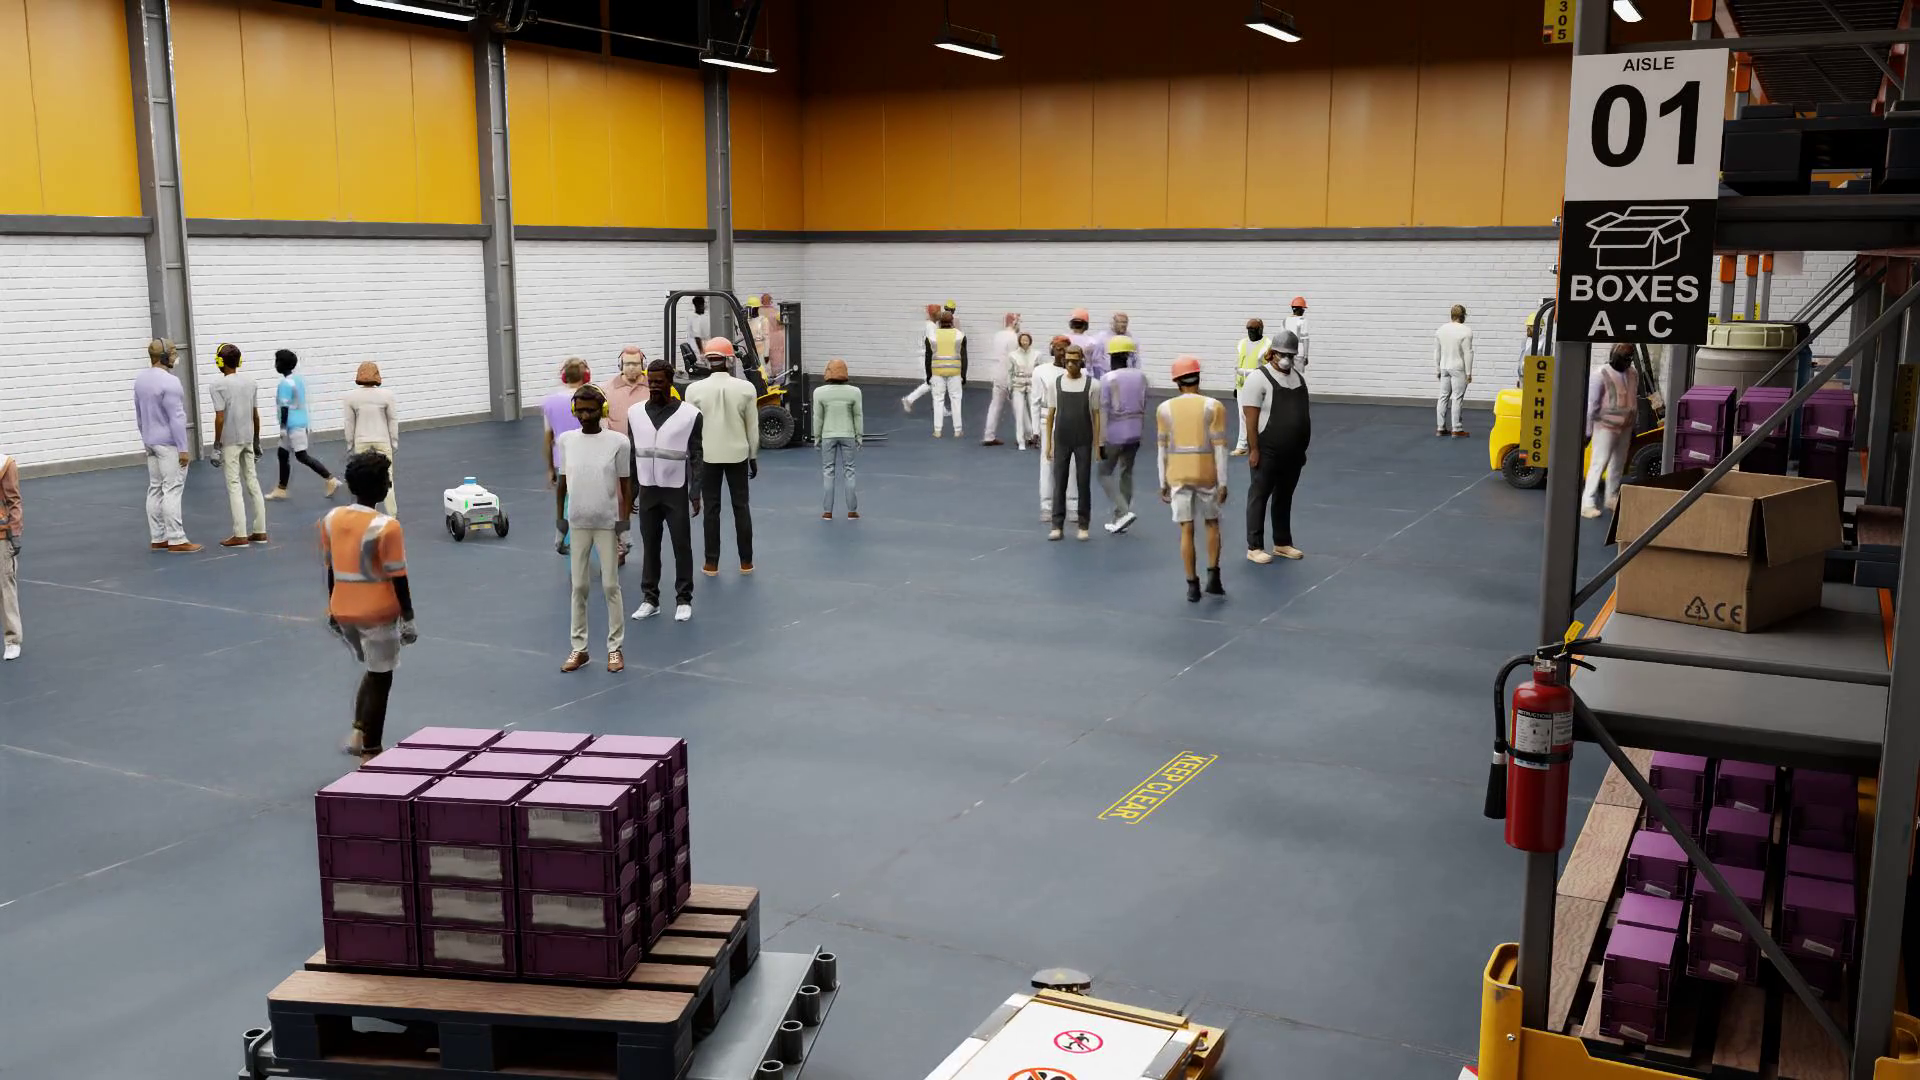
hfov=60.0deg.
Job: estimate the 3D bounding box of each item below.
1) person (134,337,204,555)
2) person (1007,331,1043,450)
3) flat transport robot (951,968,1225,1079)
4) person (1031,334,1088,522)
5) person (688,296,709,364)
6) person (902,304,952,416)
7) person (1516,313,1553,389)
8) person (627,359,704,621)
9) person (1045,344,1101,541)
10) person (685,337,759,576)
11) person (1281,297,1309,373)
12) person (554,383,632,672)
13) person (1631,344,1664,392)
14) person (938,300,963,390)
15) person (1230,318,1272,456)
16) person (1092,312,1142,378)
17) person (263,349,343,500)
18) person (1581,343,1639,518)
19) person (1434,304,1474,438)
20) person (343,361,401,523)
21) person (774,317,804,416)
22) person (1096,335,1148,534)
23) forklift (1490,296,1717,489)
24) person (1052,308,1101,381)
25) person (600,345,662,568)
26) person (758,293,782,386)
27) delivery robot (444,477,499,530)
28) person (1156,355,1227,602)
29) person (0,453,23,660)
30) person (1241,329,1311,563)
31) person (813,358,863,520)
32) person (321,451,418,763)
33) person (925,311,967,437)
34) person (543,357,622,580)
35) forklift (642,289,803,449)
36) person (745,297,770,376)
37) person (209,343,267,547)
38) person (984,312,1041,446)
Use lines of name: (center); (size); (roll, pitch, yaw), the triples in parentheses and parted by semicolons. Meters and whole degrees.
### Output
person: (-7.094, -0.834, 14.854); (0.635, 1.937, 0.353); (7, 12, 36)
person: (0.899, -2.038, 22.714); (0.539, 1.627, 0.361); (-1, 10, -5)
flat transport robot: (0.274, 1.696, 5.027); (0.652, 0.197, 1.431); (5, 11, 26)
person: (1.002, -1.118, 16.665); (0.577, 1.881, 0.356); (0, 10, -1)
person: (-4.712, -3.409, 29.842); (0.412, 1.931, 0.658); (-2, 10, -13)
person: (-0.521, -2.947, 27.336); (0.780, 1.858, 0.584); (1, 10, 5)
person: (8.159, -2.316, 23.740); (0.404, 1.833, 0.590); (-4, 11, -22)
person: (-2.164, -0.366, 12.206); (0.589, 1.919, 0.393); (2, 10, 10)
person: (1.053, -0.905, 15.537); (0.515, 1.843, 0.327); (2, 10, 10)
person: (-1.983, -0.693, 13.883); (0.612, 1.991, 0.391); (-2, 10, -13)
person: (5.752, -3.188, 28.501); (0.379, 1.931, 0.548); (-9, 13, -43)
person: (-2.358, -0.073, 10.673); (0.508, 1.864, 0.329); (0, 10, 2)
person: (9.956, -2.394, 24.284); (0.623, 1.795, 0.894); (-5, 11, -27)
person: (-0.190, -3.792, 32.481); (0.525, 1.769, 0.308); (7, 12, 34)
person: (3.852, -1.992, 21.860); (0.621, 1.839, 0.429); (9, 13, 41)
person: (2.207, -2.189, 22.876); (0.668, 1.872, 0.806); (-3, 10, -17)
person: (-7.167, -1.248, 18.052); (0.827, 1.663, 0.529); (-2, 10, -10)
person: (6.663, -1.137, 17.077); (0.776, 1.796, 0.540); (-5, 11, -27)
person: (7.215, -2.464, 24.291); (0.352, 1.937, 0.635); (-7, 12, -35)
person: (-5.772, -0.938, 16.336); (0.501, 1.633, 0.286); (-2, 10, -13)
person: (-2.950, -2.909, 27.404); (0.686, 1.748, 0.523); (1, 10, 5)
person: (1.536, -0.996, 15.859); (0.617, 1.911, 0.508); (-7, 12, -33)
forklift: (7.296, -1.677, 18.993); (2.313, 2.155, 1.214); (5, 11, 27)
person: (1.460, -1.961, 21.291); (0.640, 1.985, 1.092); (3, 10, 16)
person: (-2.785, -0.704, 14.200); (0.643, 1.908, 0.411); (-1, 10, -7)
person: (-3.746, -3.834, 32.317); (0.643, 1.908, 0.399); (0, 10, -2)
delivery robot: (-4.647, -0.354, 15.808); (0.477, 0.478, 0.707); (-6, 12, -33)
person: (1.794, -0.478, 12.928); (0.565, 1.897, 0.506); (3, 10, 15)
person: (-6.449, -0.014, 10.964); (0.513, 1.642, 0.311); (-1, 10, -8)
person: (2.803, -0.825, 14.504); (0.673, 2.000, 0.536); (-6, 12, -33)
person: (-1.225, -1.011, 16.760); (0.507, 1.633, 0.280); (-1, 10, -5)
person: (-3.006, 0.381, 8.542); (0.559, 1.678, 0.386); (6, 12, 32)
person: (-0.204, -2.426, 24.350); (0.623, 1.844, 0.430); (0, 10, 0)
person: (-3.124, -0.605, 13.838); (0.600, 1.821, 0.717); (1, 10, 8)
forklift: (-3.358, -2.392, 23.136); (2.313, 2.155, 1.214); (-1, 10, -5)
person: (-3.596, -3.329, 29.394); (0.598, 1.913, 0.429); (9, 13, 41)
person: (-6.640, -0.863, 15.252); (0.315, 1.860, 0.526); (5, 11, 27)
person: (0.762, -2.242, 23.205); (0.955, 1.859, 0.663); (-4, 11, -21)
